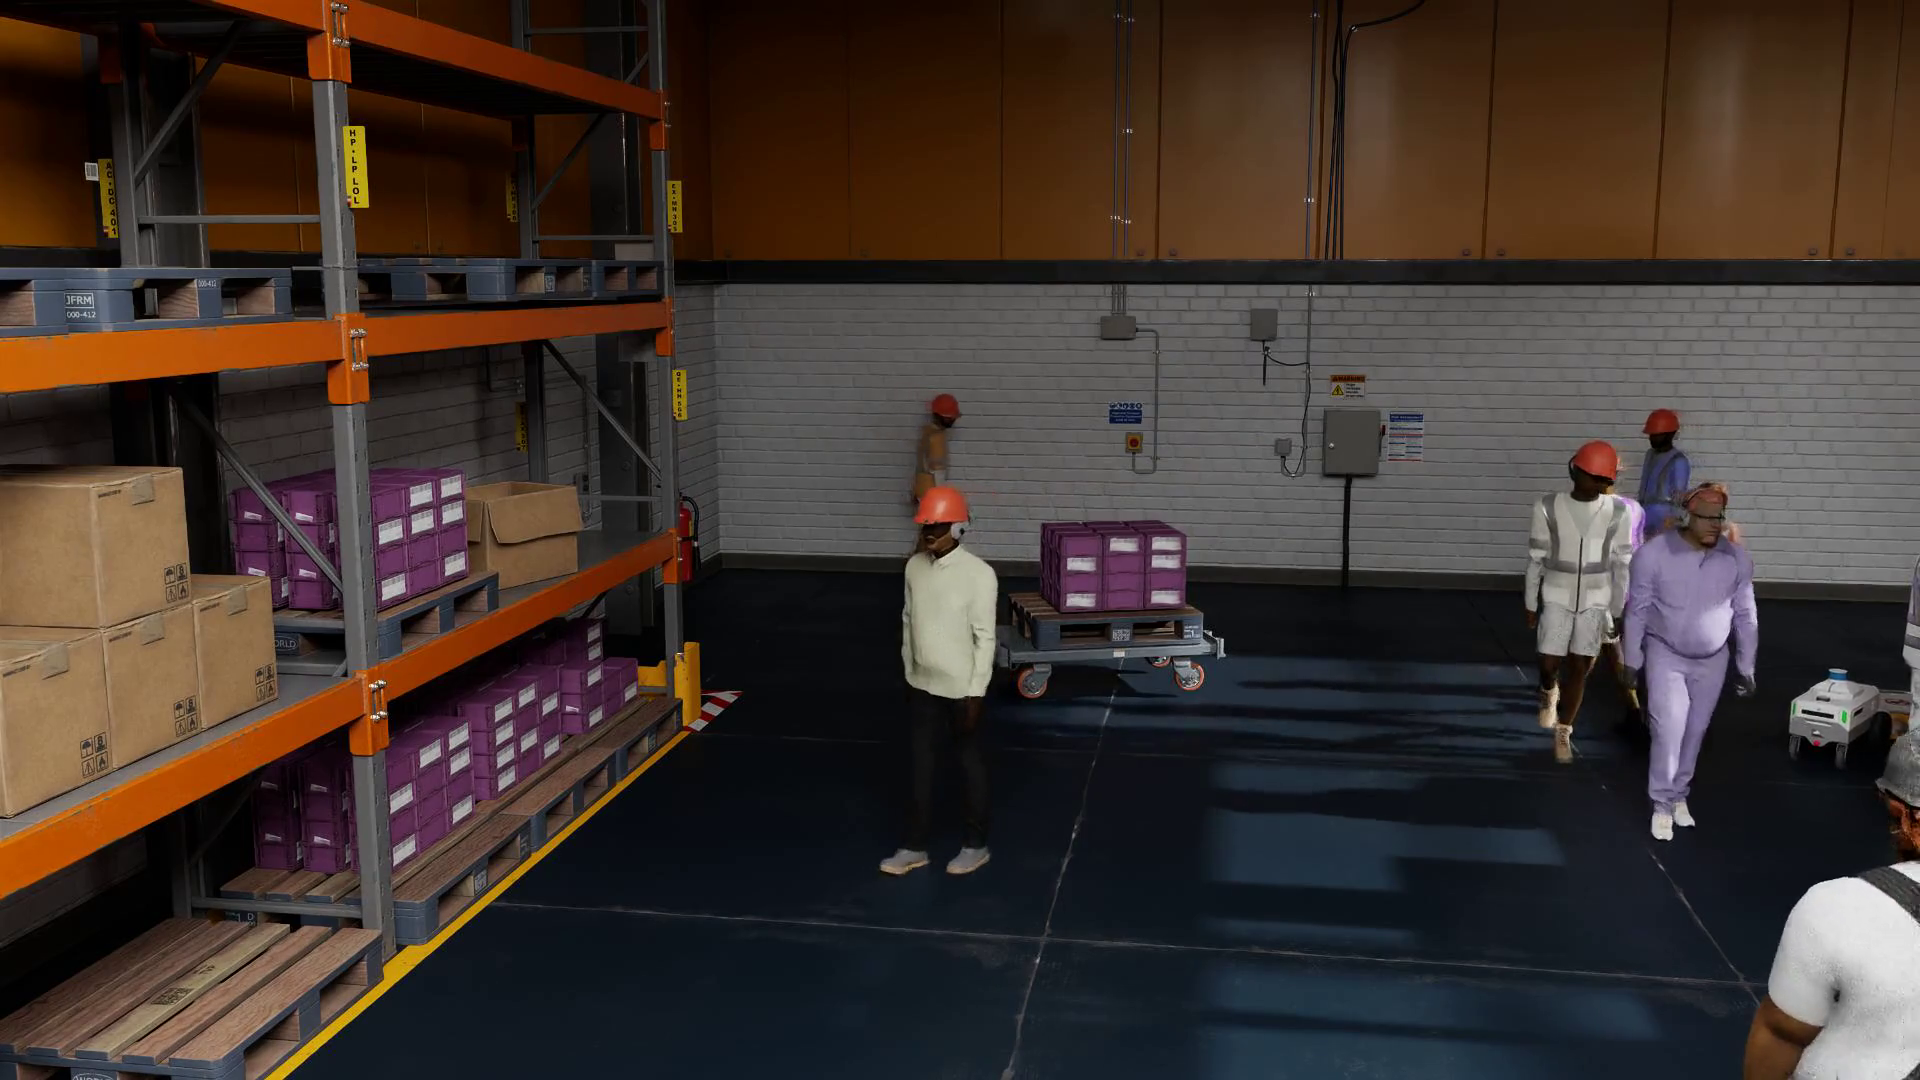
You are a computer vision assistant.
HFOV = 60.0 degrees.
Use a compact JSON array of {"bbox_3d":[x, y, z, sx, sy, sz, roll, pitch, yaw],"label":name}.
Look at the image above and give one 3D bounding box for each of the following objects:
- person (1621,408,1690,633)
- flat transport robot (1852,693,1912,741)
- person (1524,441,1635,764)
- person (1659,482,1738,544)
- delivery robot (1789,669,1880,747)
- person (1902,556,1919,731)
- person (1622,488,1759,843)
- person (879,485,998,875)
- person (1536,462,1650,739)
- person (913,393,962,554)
[{"bbox_3d":[5.824,-0.139,13.740,0.549,1.914,0.569,-1,9,-4],"label":"person"},{"bbox_3d":[6.326,1.159,10.793,1.431,0.197,0.652,2,10,14],"label":"flat transport robot"},{"bbox_3d":[3.838,0.363,10.370,0.612,2.009,0.638,3,10,17],"label":"person"},{"bbox_3d":[5.134,0.369,11.648,0.529,1.579,0.875,8,12,41],"label":"person"},{"bbox_3d":[5.440,1.044,10.338,0.477,0.478,0.707,9,12,43],"label":"delivery robot"},{"bbox_3d":[5.232,0.663,8.887,0.340,1.882,0.586,7,11,36],"label":"person"},{"bbox_3d":[3.924,0.664,8.873,0.666,1.879,0.746,0,9,3],"label":"person"},{"bbox_3d":[-0.092,0.707,8.333,0.614,1.994,0.444,7,12,39],"label":"person"},{"bbox_3d":[4.227,0.328,11.001,0.559,1.865,1.037,-5,10,-26],"label":"person"},{"bbox_3d":[-0.250,-0.441,15.666,0.561,1.890,0.560,0,9,-2],"label":"person"}]
